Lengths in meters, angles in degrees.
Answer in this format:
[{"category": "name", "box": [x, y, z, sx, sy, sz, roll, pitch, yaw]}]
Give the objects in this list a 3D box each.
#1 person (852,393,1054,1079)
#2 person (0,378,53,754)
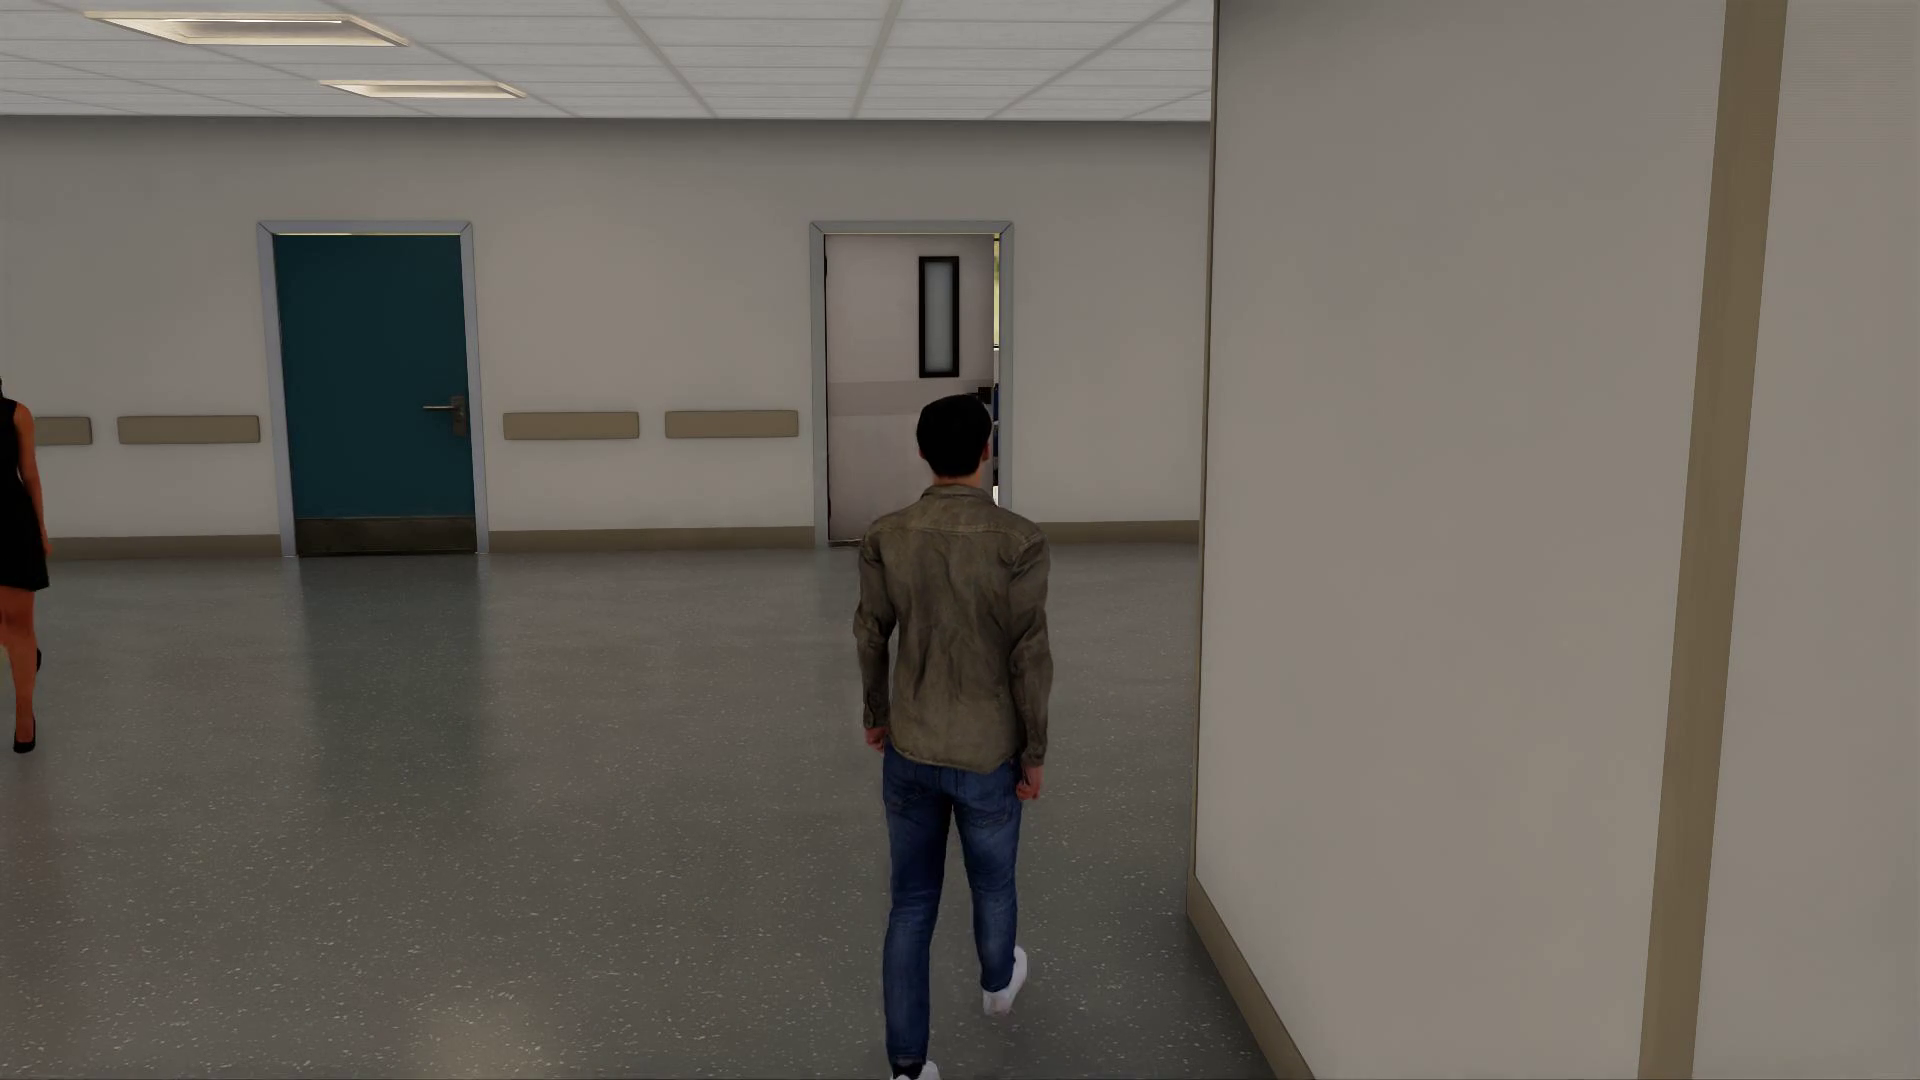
[{"category": "person", "box": [-0.053, 0.588, 4.274, 1.199, 1.811, 1.025, 3, 11, 13]}, {"category": "person", "box": [-4.223, 0.012, 7.298, 0.998, 1.814, 0.862, -6, 12, -28]}]
